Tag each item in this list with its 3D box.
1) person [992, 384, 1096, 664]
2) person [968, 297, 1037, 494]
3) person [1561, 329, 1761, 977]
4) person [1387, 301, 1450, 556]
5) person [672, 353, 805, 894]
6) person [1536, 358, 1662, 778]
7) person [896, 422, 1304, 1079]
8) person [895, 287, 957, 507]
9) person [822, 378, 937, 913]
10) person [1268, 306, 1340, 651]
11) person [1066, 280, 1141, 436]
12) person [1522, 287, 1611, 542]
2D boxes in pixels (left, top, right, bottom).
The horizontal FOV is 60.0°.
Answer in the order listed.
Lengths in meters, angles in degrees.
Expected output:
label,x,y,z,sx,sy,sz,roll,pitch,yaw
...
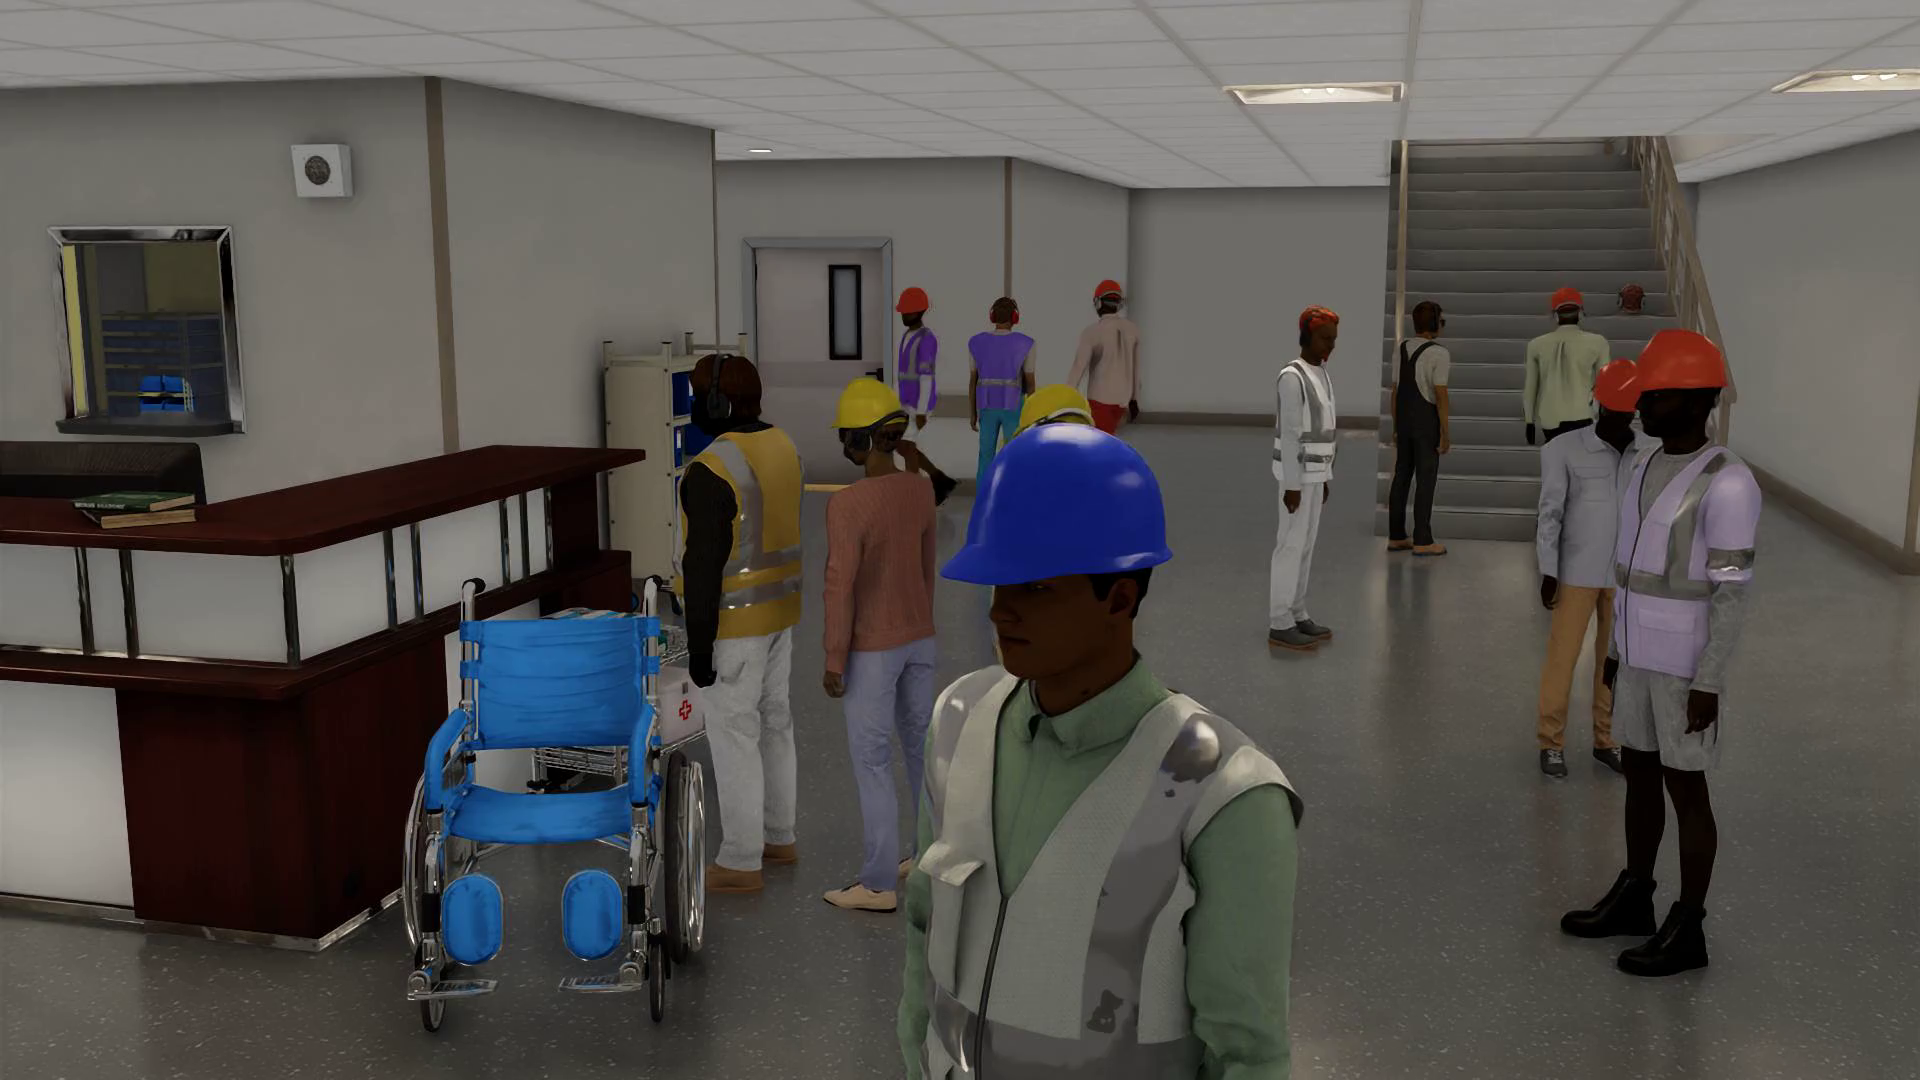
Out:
label,x,y,z,sx,sy,sz,roll,pitch,yaw
person,0.294,0.435,4.932,0.413,1.776,0.620,-1,10,-3
person,0.341,-1.027,13.373,0.560,1.837,0.390,2,10,14
person,2.119,0.339,5.020,0.361,1.938,0.545,-2,10,-12
person,3.323,-0.803,12.033,0.338,1.840,0.512,-6,11,-31
person,-0.763,0.282,5.682,0.430,1.836,0.618,4,10,23
person,2.661,0.122,6.869,0.564,1.741,0.347,-1,10,-3
person,0.144,0.817,2.174,0.605,1.948,0.385,9,13,44
person,-0.347,-1.149,13.856,0.562,1.912,0.566,-4,10,-21
person,-0.275,0.344,5.535,0.349,1.758,0.522,7,12,35
person,1.908,-0.346,9.206,0.339,1.882,0.581,5,11,28
person,1.177,-1.189,13.945,0.664,1.956,0.647,-8,12,-39
person,4.568,-0.931,12.531,0.620,1.935,1.083,9,13,42
